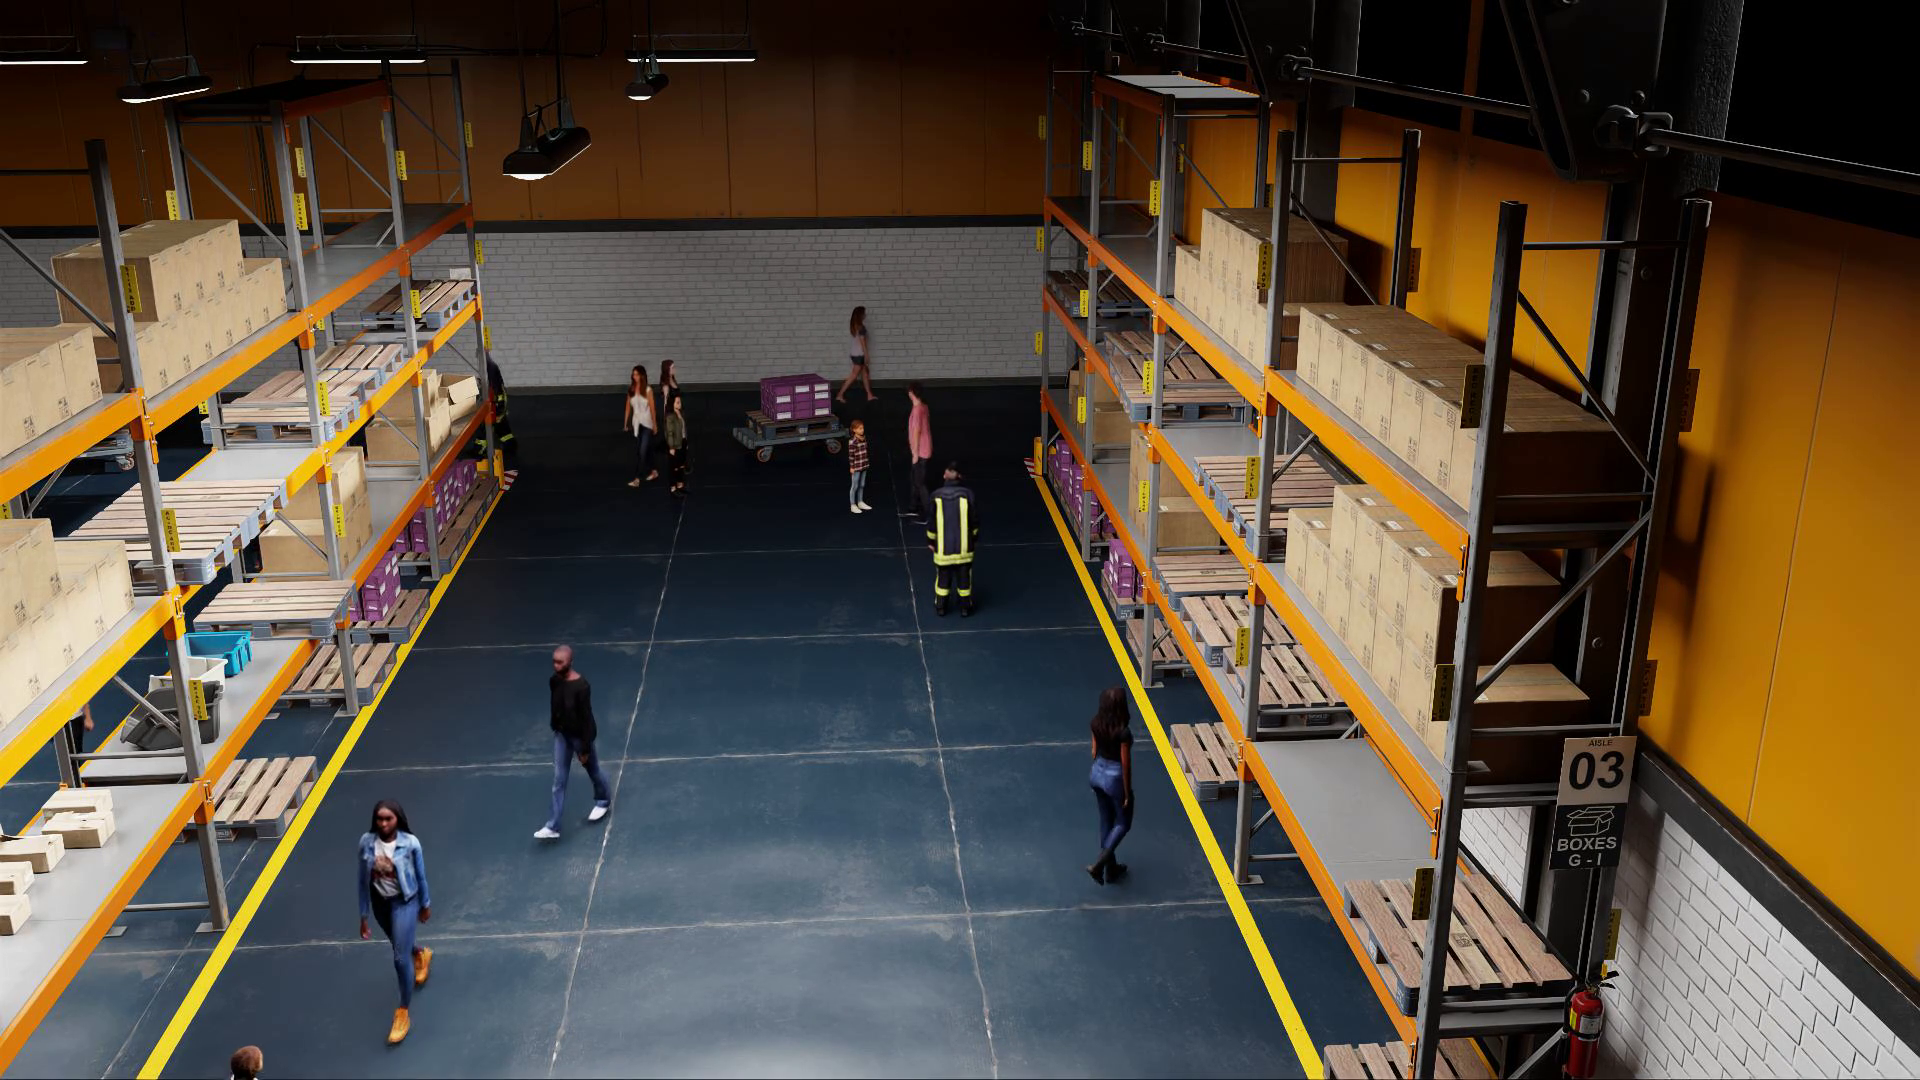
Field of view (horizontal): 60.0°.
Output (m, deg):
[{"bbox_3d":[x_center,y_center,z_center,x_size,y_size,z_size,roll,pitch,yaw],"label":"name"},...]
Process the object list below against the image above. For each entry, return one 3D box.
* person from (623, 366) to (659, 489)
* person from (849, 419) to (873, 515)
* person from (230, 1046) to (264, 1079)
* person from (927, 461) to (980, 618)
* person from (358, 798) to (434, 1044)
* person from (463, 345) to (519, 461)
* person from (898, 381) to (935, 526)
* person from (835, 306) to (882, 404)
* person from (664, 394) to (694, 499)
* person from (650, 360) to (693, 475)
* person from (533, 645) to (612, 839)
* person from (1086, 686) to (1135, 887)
[{"bbox_3d":[-4.554,-1.650,24.115,0.969,1.738,1.146,9,21,25],"label":"person"},{"bbox_3d":[-1.407,-1.039,22.978,0.677,1.305,0.611,13,23,35],"label":"person"},{"bbox_3d":[-4.268,3.502,9.950,0.503,1.013,0.549,6,20,18],"label":"person"},{"bbox_3d":[-0.063,-0.019,19.067,0.803,1.867,0.734,1,19,3],"label":"person"},{"bbox_3d":[-3.940,2.564,11.703,0.738,1.673,1.207,2,19,5],"label":"person"},{"bbox_3d":[-7.072,-2.128,25.461,1.058,1.783,1.147,-9,21,-24],"label":"person"},{"bbox_3d":[-0.516,-1.174,22.393,0.794,1.935,0.745,-1,19,-4],"label":"person"},{"bbox_3d":[-1.832,-3.152,28.651,0.906,1.688,1.098,-8,20,-23],"label":"person"},{"bbox_3d":[-4.027,-1.352,23.640,0.718,1.475,0.589,7,20,20],"label":"person"},{"bbox_3d":[-4.351,-1.812,24.605,0.840,1.731,0.985,4,19,13],"label":"person"},{"bbox_3d":[-3.243,1.682,14.279,0.992,1.699,1.219,9,20,24],"label":"person"},{"bbox_3d":[1.160,2.002,13.289,0.864,1.725,0.931,14,23,36],"label":"person"}]
